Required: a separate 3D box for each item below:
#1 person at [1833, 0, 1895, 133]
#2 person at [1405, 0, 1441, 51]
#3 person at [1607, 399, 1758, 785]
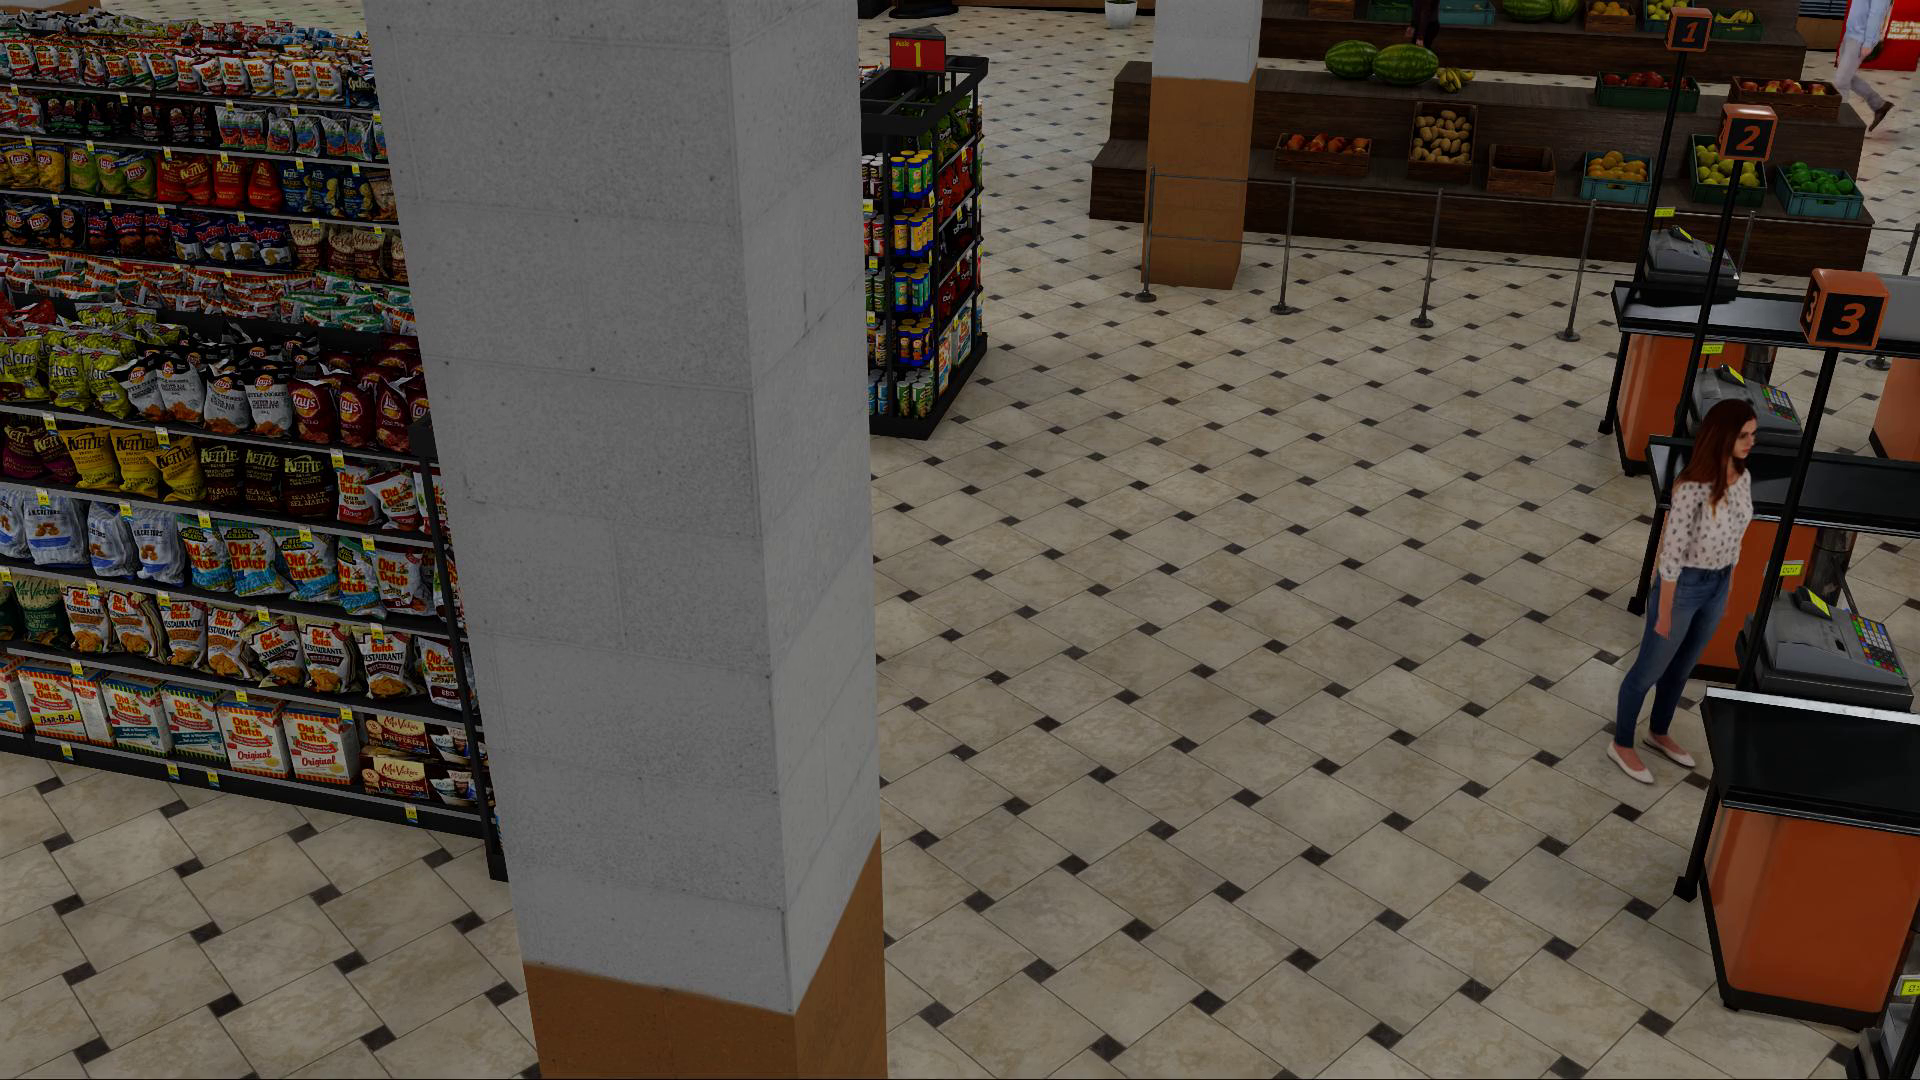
[{"bbox_3d":[8.656,-4.745,15.849,1.098,1.873,0.745,3,29,6],"label":"person"},{"bbox_3d":[4.700,-5.095,16.672,0.631,1.698,0.667,12,31,20],"label":"person"},{"bbox_3d":[3.033,0.205,6.933,0.625,1.729,0.696,-14,32,-24],"label":"person"}]
